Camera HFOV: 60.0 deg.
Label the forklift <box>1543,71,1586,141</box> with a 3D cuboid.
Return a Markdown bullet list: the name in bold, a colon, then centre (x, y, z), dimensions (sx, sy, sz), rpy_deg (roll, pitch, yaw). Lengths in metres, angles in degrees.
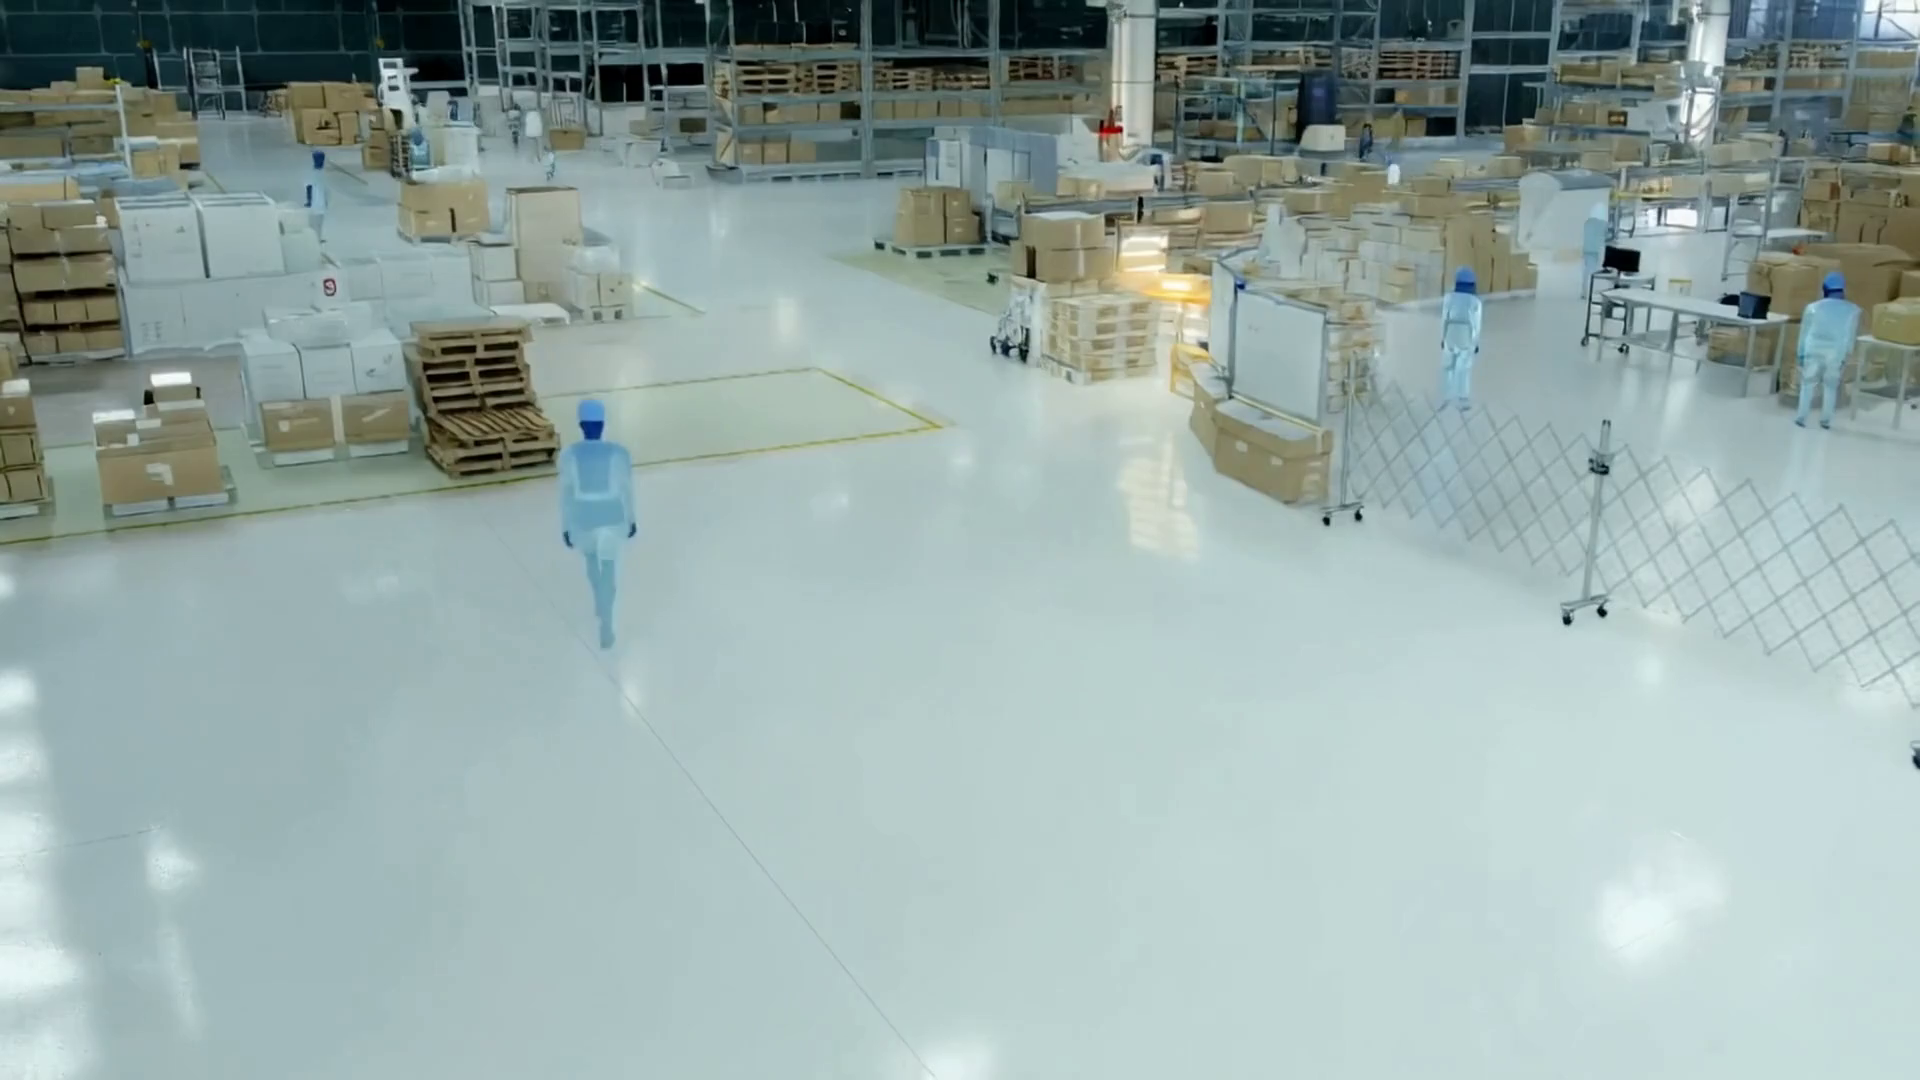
- **forklift**: centre (18.685, -13.231, 52.085), dimensions (1.873, 2.768, 1.129), rpy_deg (-9, 20, -26)

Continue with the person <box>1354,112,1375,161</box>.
- **person**: centre (11.014, -10.628, 45.329), dimensions (0.414, 2.028, 0.612), rpy_deg (16, 23, 40)

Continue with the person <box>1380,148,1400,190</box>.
- **person**: centre (9.107, -7.403, 35.500), dimensions (0.543, 1.892, 0.668), rpy_deg (-6, 19, -19)

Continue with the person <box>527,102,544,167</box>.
- **person**: centre (-13.116, -12.496, 51.252), dimensions (0.693, 1.975, 0.620), rpy_deg (11, 21, 30)

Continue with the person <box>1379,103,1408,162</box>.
- **person**: centre (13.761, -12.869, 52.625), dimensions (1.002, 1.856, 0.648), rpy_deg (-2, 18, -5)

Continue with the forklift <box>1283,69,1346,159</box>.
- **forklift**: centre (11.615, -13.871, 54.079), dimensions (1.129, 2.768, 1.873), rpy_deg (-9, 20, -27)

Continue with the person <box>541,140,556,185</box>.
- **person**: centre (-10.116, -9.035, 41.007), dimensions (0.311, 1.636, 0.521), rpy_deg (0, 18, -1)

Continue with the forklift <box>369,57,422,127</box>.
- **forklift**: centre (-22.739, -17.888, 66.602), dimensions (1.873, 2.768, 1.129), rpy_deg (13, 22, 34)

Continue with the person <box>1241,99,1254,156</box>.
- **person**: centre (9.316, -13.423, 54.274), dimensions (0.686, 1.885, 0.682), rpy_deg (-12, 21, -33)

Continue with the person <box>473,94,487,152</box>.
- **person**: centre (-16.333, -14.162, 56.532), dimensions (0.384, 1.930, 0.540), rpy_deg (0, 18, 1)

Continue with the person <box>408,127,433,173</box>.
- **person**: centre (-13.572, -9.449, 41.902), dimensions (0.598, 1.887, 0.842), rpy_deg (3, 18, 8)

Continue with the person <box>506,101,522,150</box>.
- **person**: centre (-15.422, -14.359, 57.577), dimensions (0.540, 1.654, 0.843), rpy_deg (-12, 21, -34)

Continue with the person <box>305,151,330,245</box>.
- **person**: centre (-13.300, -7.035, 34.310), dimensions (0.470, 1.922, 0.742), rpy_deg (0, 18, -2)

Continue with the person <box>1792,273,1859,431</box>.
- **person**: centre (10.049, -2.178, 19.336), dimensions (0.595, 1.824, 0.404), rpy_deg (6, 19, 17)

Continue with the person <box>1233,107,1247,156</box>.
- **person**: centre (8.912, -12.879, 52.815), dimensions (0.531, 1.733, 0.774), rpy_deg (-6, 19, -17)

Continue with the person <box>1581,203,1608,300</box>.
- **person**: centre (10.653, -4.842, 27.972), dimensions (0.361, 1.616, 0.497), rpy_deg (-12, 21, -32)

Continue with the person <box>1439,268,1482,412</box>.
- **person**: centre (6.097, -2.436, 20.264), dimensions (0.492, 1.740, 0.325), rpy_deg (13, 22, 35)

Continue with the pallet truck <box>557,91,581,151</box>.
- **pallet truck**: centre (-13.495, -14.412, 57.188), dimensions (0.823, 1.965, 1.885), rpy_deg (-3, 18, -9)

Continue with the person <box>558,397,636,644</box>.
- **person**: centre (-2.824, -0.186, 13.018), dimensions (0.567, 1.886, 1.018), rpy_deg (-3, 18, -8)

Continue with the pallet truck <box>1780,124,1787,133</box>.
- **pallet truck**: centre (25.206, -12.542, 52.601), dimensions (1.601, 1.201, 0.680), rpy_deg (0, 18, -2)

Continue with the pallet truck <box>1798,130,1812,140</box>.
- **pallet truck**: centre (25.526, -11.556, 49.408), dimensions (1.630, 1.274, 0.653), rpy_deg (-9, 20, -26)

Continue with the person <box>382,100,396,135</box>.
- **person**: centre (-18.254, -13.104, 53.214), dimensions (0.373, 1.936, 0.629), rpy_deg (-5, 19, -16)

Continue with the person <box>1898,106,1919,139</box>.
- **person**: centre (29.702, -12.713, 52.252), dimensions (0.611, 1.772, 0.938), rpy_deg (-6, 19, -18)

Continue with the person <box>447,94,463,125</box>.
- **person**: centre (-18.942, -15.896, 62.395), dimensions (0.554, 1.617, 0.614), rpy_deg (-8, 19, -23)

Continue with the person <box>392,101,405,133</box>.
- **person**: centre (-19.026, -13.971, 56.296), dimensions (0.322, 1.696, 0.536), rpy_deg (12, 21, 33)
